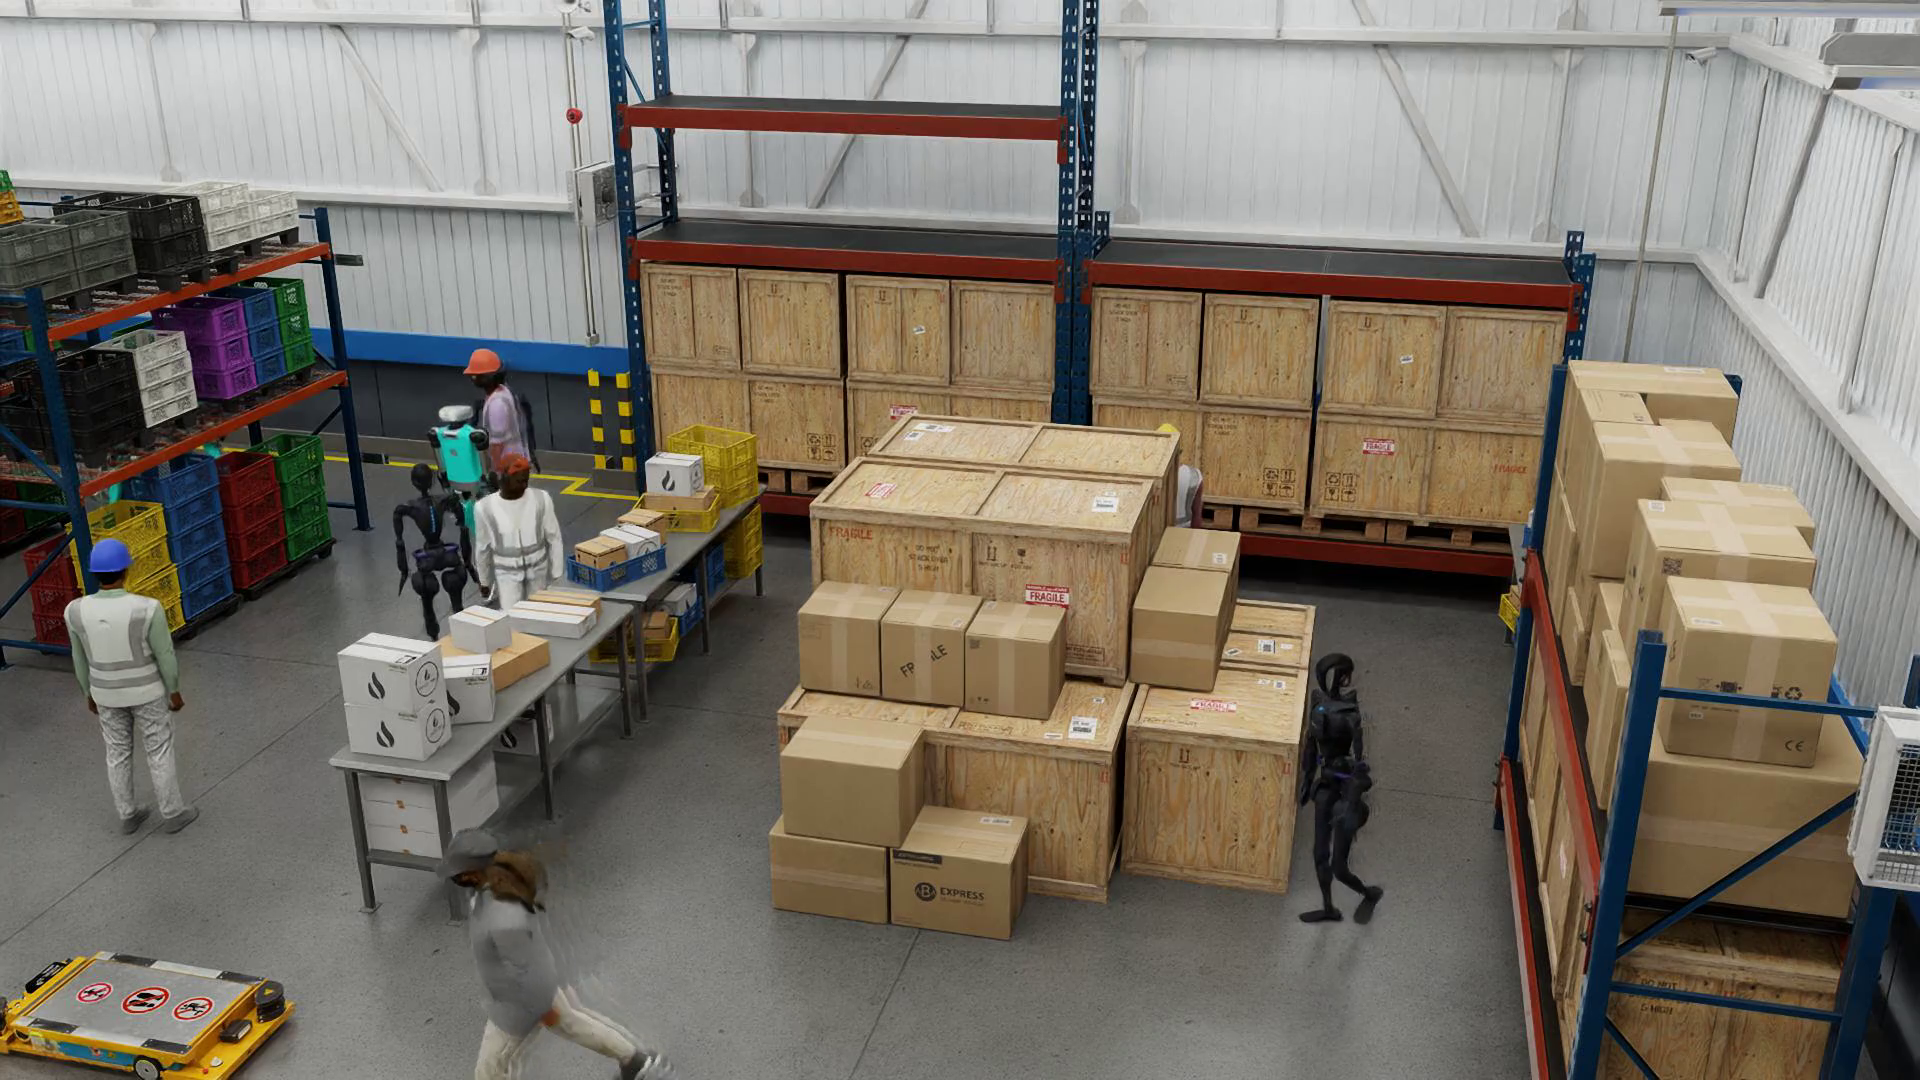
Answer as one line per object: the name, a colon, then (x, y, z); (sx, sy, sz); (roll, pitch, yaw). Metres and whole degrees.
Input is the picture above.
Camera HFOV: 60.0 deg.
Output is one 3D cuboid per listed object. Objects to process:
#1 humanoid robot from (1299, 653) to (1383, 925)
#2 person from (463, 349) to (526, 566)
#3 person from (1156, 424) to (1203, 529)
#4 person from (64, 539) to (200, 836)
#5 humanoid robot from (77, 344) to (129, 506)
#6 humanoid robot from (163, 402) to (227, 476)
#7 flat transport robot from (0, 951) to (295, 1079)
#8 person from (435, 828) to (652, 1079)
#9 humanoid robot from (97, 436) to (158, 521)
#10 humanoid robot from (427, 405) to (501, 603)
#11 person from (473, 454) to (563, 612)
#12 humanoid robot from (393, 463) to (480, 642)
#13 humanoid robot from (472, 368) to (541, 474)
humanoid robot: (2.191, 1.406, 9.411); (0.455, 1.632, 0.605); (-6, 22, -15)
person: (-3.978, -0.649, 14.283); (0.670, 2.022, 0.604); (-7, 22, -19)
person: (1.565, -0.011, 12.882); (0.601, 1.830, 0.404); (-5, 21, -13)
person: (-5.127, 0.920, 10.301); (0.611, 1.939, 0.412); (-1, 21, -2)
humanoid robot: (-7.892, -0.899, 15.284); (0.664, 1.758, 0.542); (-16, 26, -36)
humanoid robot: (-6.958, -0.858, 15.270); (0.532, 1.793, 0.799); (-16, 26, -36)
flat transport robot: (-4.270, 2.464, 8.601); (1.431, 0.231, 0.659); (5, 22, 13)
person: (-1.966, 2.027, 7.734); (0.975, 1.700, 0.580); (-7, 22, -19)
humanoid robot: (-7.293, -0.527, 14.438); (0.541, 1.826, 0.762); (-2, 21, -6)
humanoid robot: (-3.942, -0.286, 13.875); (0.551, 1.889, 0.806); (6, 22, 16)
person: (-3.168, 0.283, 12.095); (0.588, 1.832, 0.834); (-10, 23, -25)
humanoid robot: (-3.942, 0.218, 12.568); (0.609, 1.643, 0.599); (-13, 24, -30)
humanoid robot: (-4.129, -0.775, 15.120); (0.597, 1.667, 0.348); (-7, 22, -17)
